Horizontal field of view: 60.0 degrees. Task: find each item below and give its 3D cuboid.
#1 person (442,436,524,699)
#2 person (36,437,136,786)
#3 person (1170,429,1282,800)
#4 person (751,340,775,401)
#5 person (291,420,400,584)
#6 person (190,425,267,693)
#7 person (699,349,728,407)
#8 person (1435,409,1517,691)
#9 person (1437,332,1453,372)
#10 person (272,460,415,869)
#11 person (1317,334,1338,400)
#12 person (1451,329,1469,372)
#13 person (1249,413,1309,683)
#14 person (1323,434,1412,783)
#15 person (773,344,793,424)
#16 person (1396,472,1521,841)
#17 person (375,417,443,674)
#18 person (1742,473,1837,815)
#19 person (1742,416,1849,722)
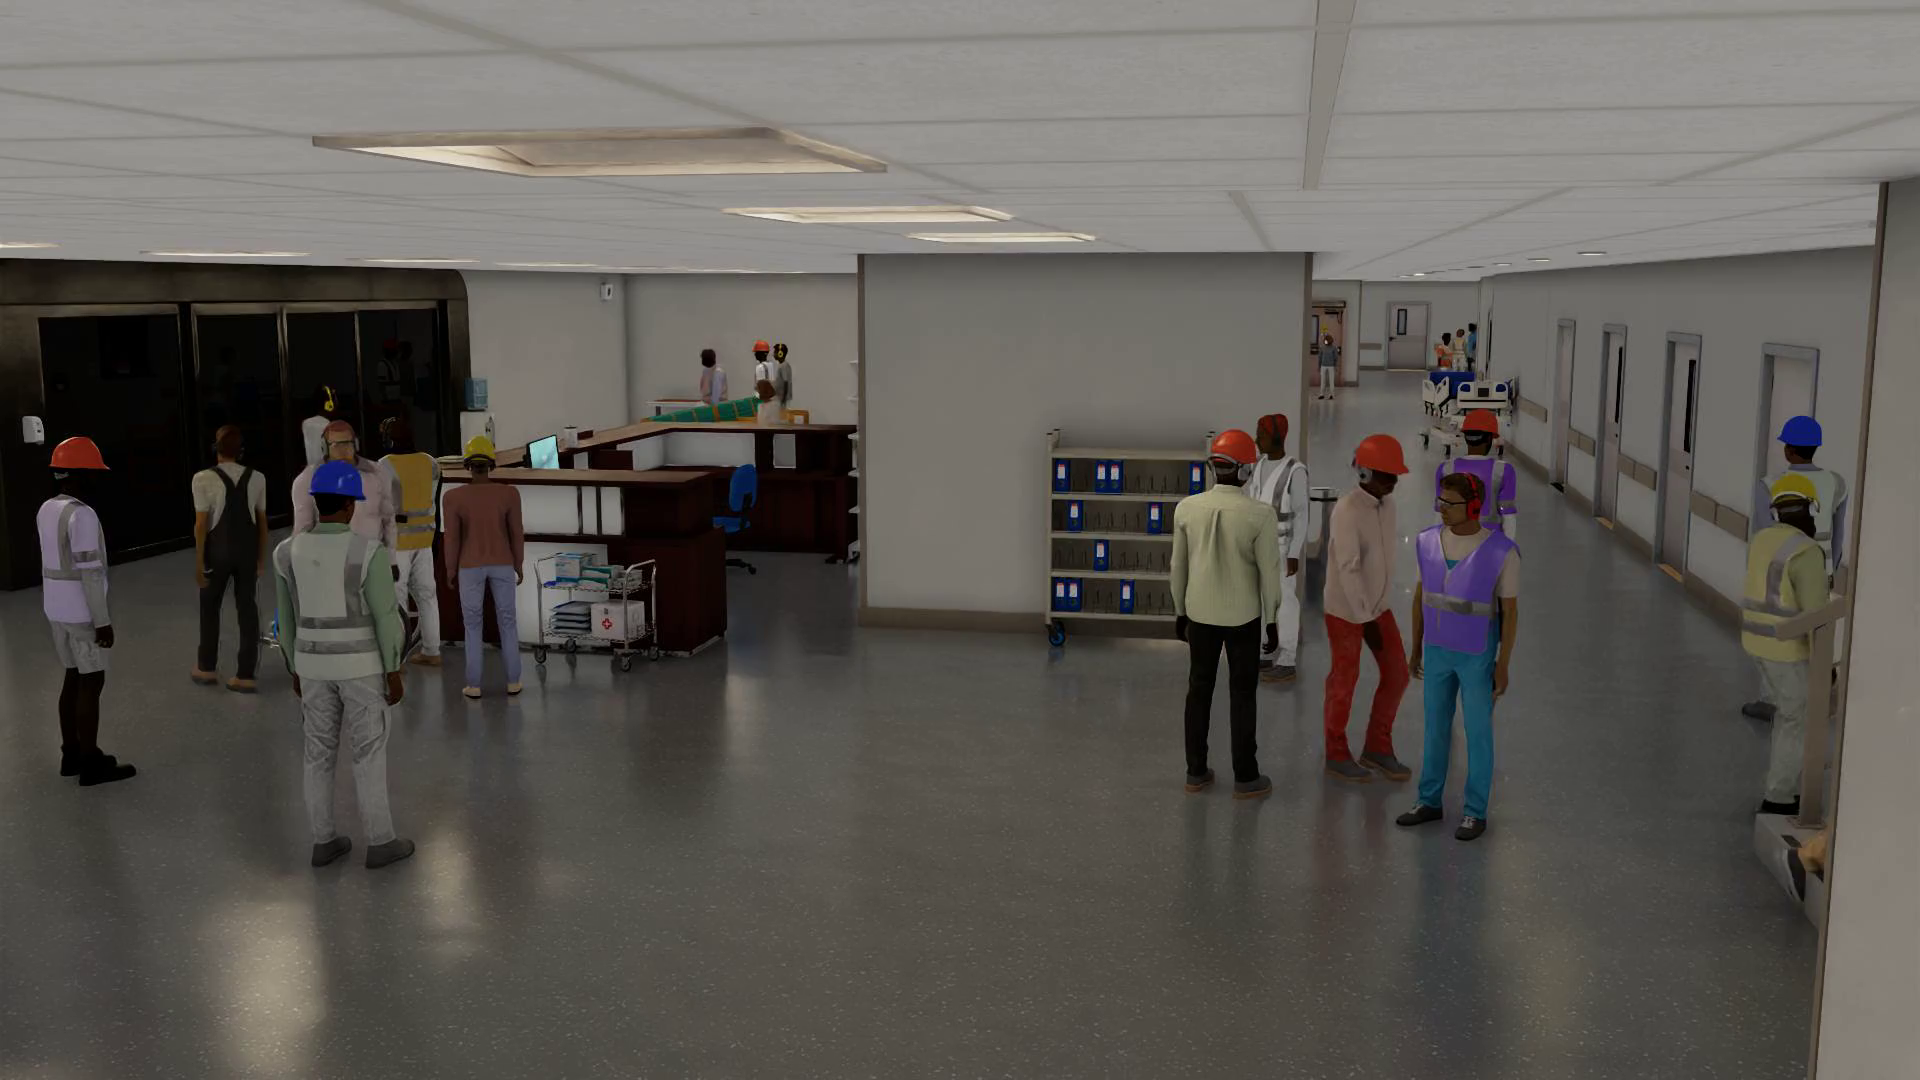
[{"bbox_3d":[-3.191,0.184,11.169,0.524,1.769,0.314,-3,9,-22],"label":"person"},{"bbox_3d":[-4.881,0.390,9.275,0.550,1.928,0.389,7,11,40],"label":"person"},{"bbox_3d":[1.445,0.397,9.000,0.623,1.992,0.396,5,10,31],"label":"person"},{"bbox_3d":[-3.131,-2.195,26.391,0.360,1.938,0.545,2,9,13],"label":"person"},{"bbox_3d":[-4.028,0.154,10.958,0.668,1.888,0.441,-5,10,-31],"label":"person"},{"bbox_3d":[-5.048,0.120,11.434,0.841,1.808,0.542,8,12,44],"label":"person"},{"bbox_3d":[-3.936,-2.170,26.683,0.523,1.802,0.655,-6,10,-34],"label":"person"},{"bbox_3d":[3.525,0.069,11.395,0.542,1.928,0.374,4,10,27],"label":"person"},{"bbox_3d":[11.998,-4.323,41.350,0.545,1.680,0.510,-7,11,-39],"label":"person"},{"bbox_3d":[-2.911,0.594,7.867,0.601,1.941,0.395,2,9,10],"label":"person"},{"bbox_3d":[9.146,-4.301,41.368,0.506,1.632,0.283,5,10,30],"label":"person"},{"bbox_3d":[14.000,-5.096,46.628,0.523,1.638,0.310,5,10,31],"label":"person"},{"bbox_3d":[2.203,0.051,11.656,0.358,1.884,0.574,-4,9,-25],"label":"person"},{"bbox_3d":[2.250,0.393,9.130,0.625,1.961,0.620,-8,12,-42],"label":"person"},{"bbox_3d":[-2.889,-2.246,26.996,0.344,1.858,0.562,-1,9,-4],"label":"person"},{"bbox_3d":[2.523,0.571,8.353,0.396,1.841,0.565,-7,11,-41],"label":"person"},{"bbox_3d":[-3.995,0.038,11.919,0.428,1.836,0.628,6,10,34],"label":"person"},{"bbox_3d":[4.288,0.556,8.622,0.433,1.789,0.635,1,9,5],"label":"person"},{"bbox_3d":[5.279,0.189,10.523,0.605,1.951,0.380,-1,9,-9],"label":"person"}]
